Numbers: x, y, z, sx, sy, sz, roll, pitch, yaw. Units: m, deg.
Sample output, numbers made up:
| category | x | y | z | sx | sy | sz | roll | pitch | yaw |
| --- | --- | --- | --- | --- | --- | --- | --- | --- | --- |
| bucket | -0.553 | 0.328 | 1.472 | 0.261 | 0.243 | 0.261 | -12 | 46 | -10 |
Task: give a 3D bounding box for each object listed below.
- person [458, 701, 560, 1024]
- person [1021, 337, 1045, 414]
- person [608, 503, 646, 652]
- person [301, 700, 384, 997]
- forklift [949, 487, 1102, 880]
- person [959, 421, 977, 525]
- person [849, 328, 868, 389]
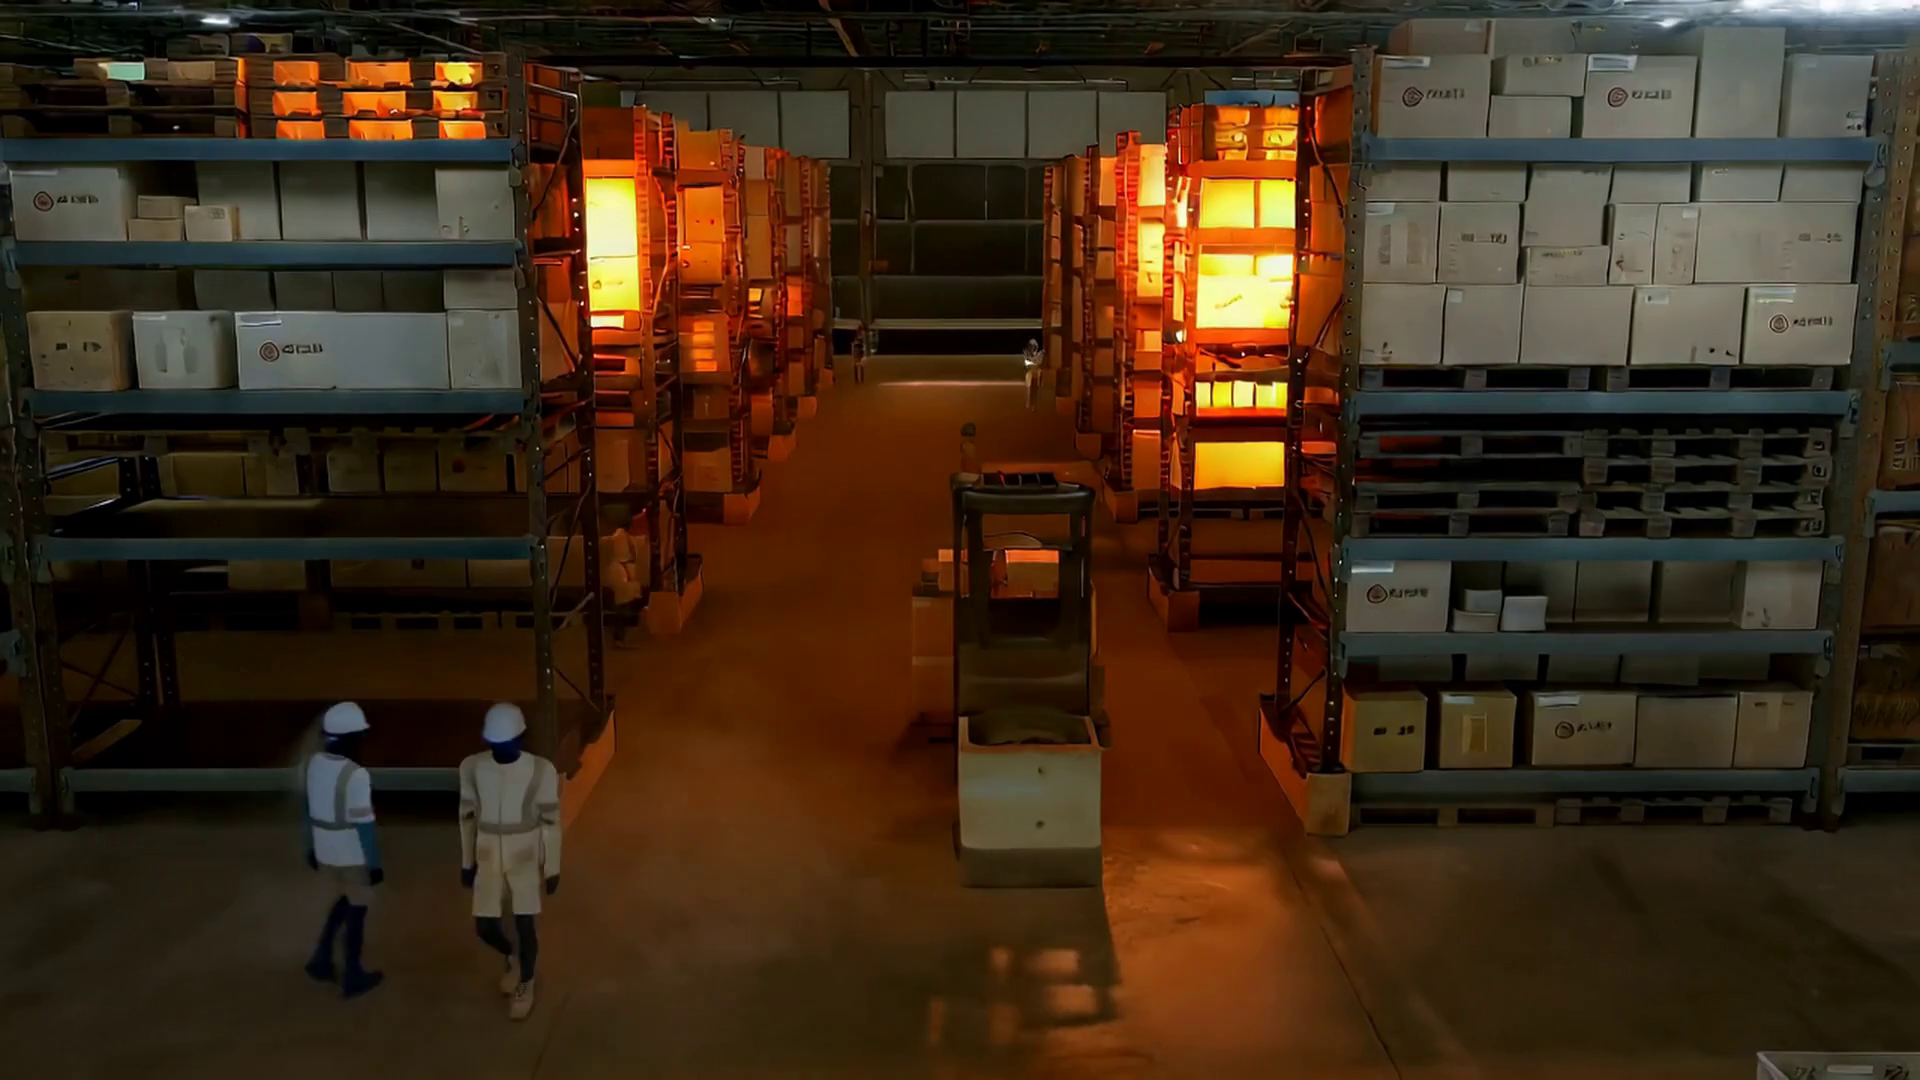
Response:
| category | x | y | z | sx | sy | sz | roll | pitch | yaw |
| --- | --- | --- | --- | --- | --- | --- | --- | --- | --- |
| person | -2.750 | 1.951 | 10.148 | 0.640 | 2.030 | 0.437 | 1 | 11 | 3 |
| person | 1.746 | -3.978 | 40.022 | 0.564 | 1.832 | 0.678 | 0 | 11 | 0 |
| person | -3.699 | 0.423 | 18.579 | 0.452 | 1.686 | 0.548 | 0 | 11 | 1 |
| person | -3.864 | 1.943 | 10.450 | 0.582 | 1.921 | 0.446 | 7 | 13 | 30 |
| forklift | 0.495 | 0.986 | 12.813 | 1.129 | 2.768 | 1.873 | 0 | 11 | -2 |
| person | 0.127 | -1.049 | 26.018 | 0.274 | 1.627 | 0.501 | -5 | 12 | -23 |
| person | -2.759 | -4.971 | 45.407 | 0.538 | 1.656 | 0.866 | 0 | 11 | -1 |
